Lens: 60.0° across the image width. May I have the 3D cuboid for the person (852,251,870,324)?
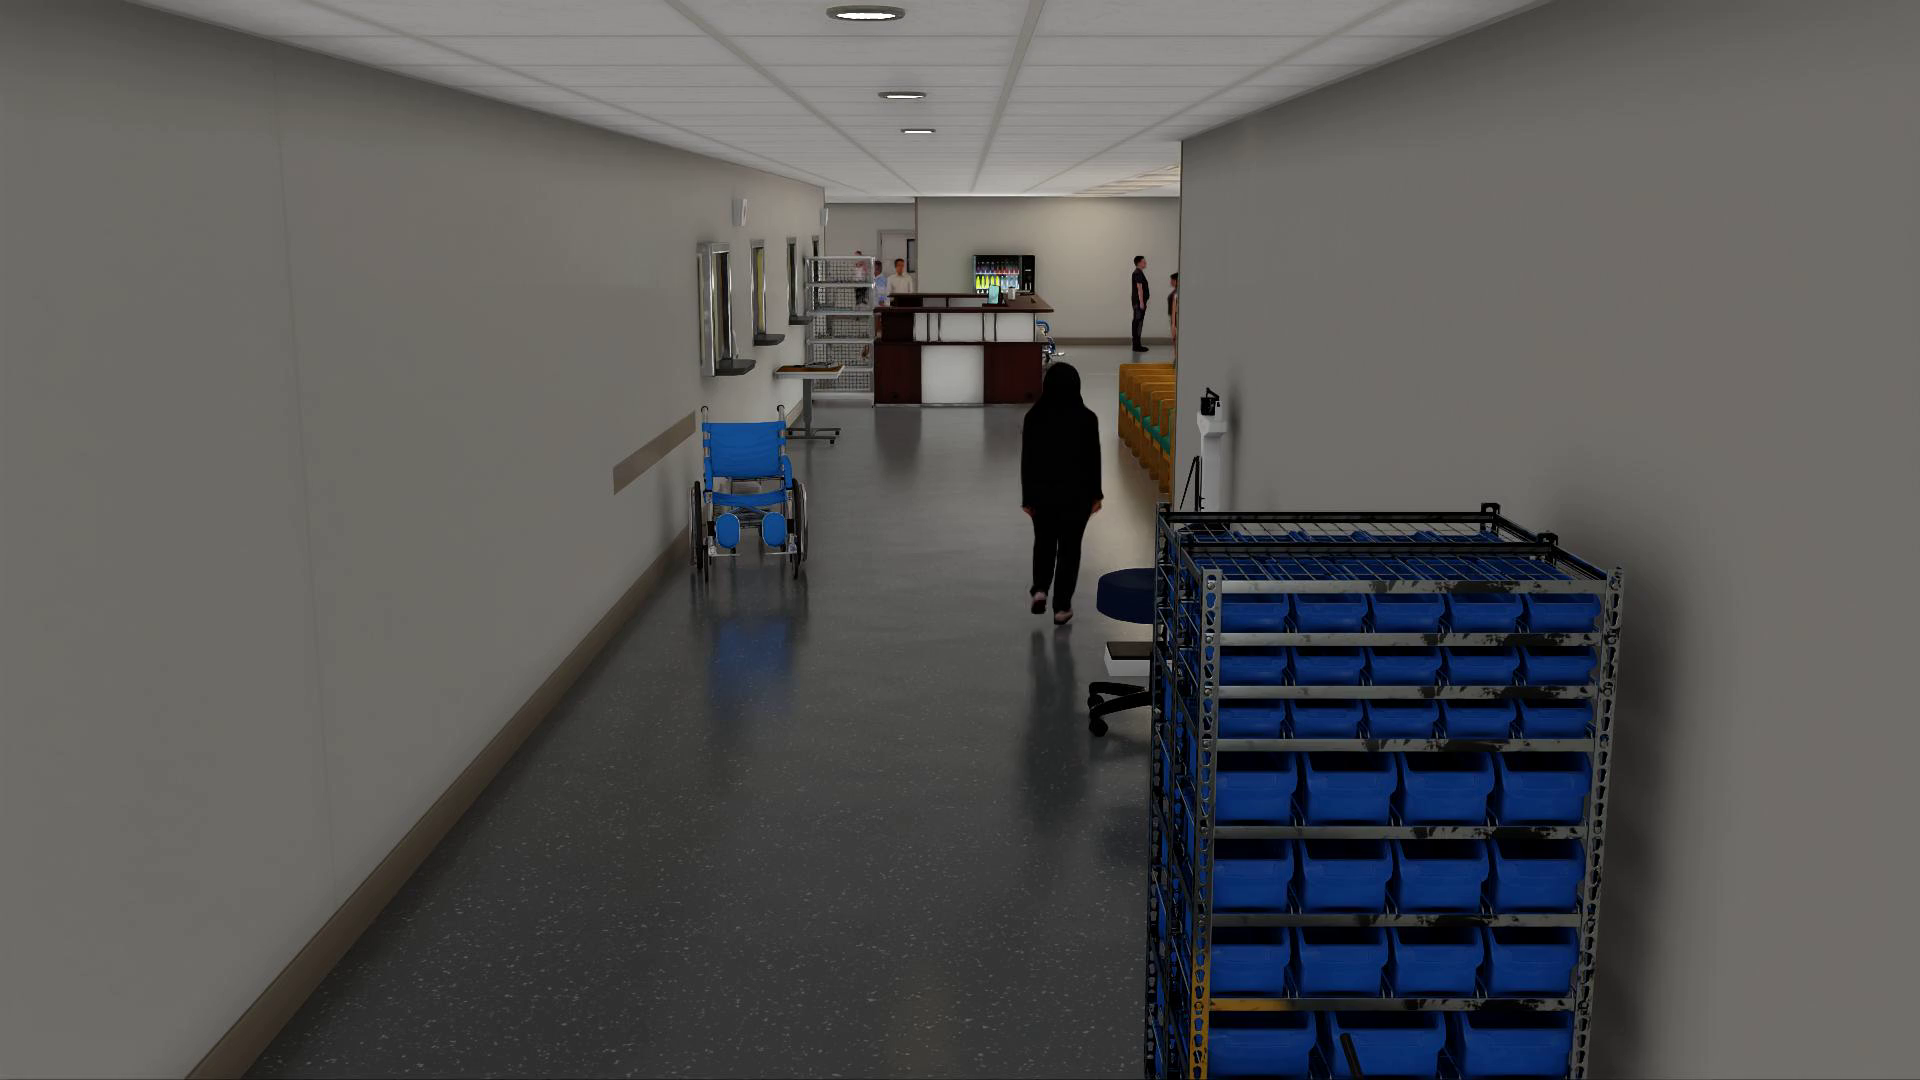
[{"bbox_3d":[-2.470,-6.338,41.692,0.966,1.775,0.904,5,12,23],"label":"person"}]

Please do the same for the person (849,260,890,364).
[{"bbox_3d":[-1.313,-3.957,29.100,1.039,1.792,0.705,0,11,0],"label":"person"}]

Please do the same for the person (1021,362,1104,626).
[{"bbox_3d":[0.603,-0.260,10.118,0.681,1.604,0.779,3,11,13],"label":"person"}]

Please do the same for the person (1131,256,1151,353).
[{"bbox_3d":[3.495,-4.619,32.442,0.578,1.846,0.711,0,11,2],"label":"person"}]

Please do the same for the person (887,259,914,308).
[{"bbox_3d":[-1.153,-4.384,31.428,1.143,1.762,0.854,-2,11,-8],"label":"person"}]
